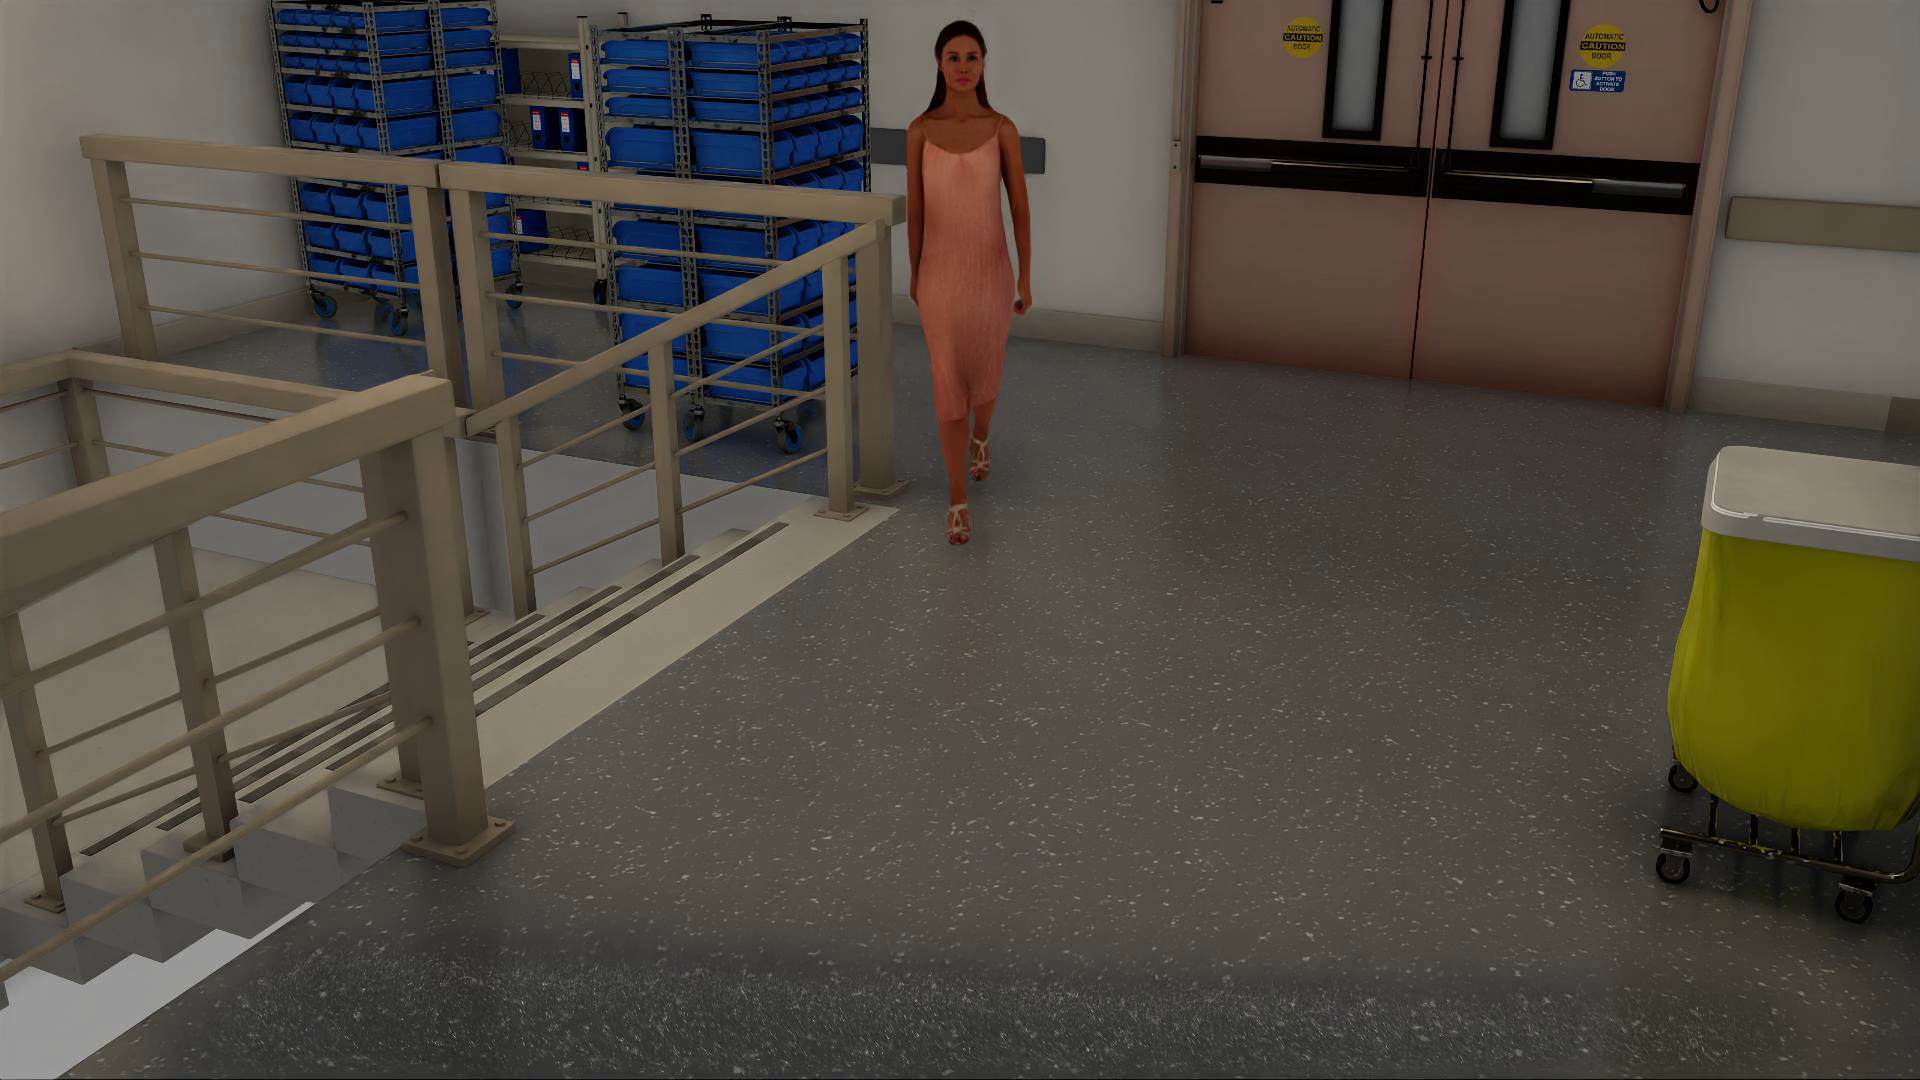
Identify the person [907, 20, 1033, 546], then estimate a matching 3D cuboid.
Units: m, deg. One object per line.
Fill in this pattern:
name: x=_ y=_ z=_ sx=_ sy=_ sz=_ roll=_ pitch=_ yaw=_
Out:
person: x=0.030 y=-0.945 z=6.133 sx=1.179 sy=1.784 sz=0.997 roll=0 pitch=21 yaw=0
